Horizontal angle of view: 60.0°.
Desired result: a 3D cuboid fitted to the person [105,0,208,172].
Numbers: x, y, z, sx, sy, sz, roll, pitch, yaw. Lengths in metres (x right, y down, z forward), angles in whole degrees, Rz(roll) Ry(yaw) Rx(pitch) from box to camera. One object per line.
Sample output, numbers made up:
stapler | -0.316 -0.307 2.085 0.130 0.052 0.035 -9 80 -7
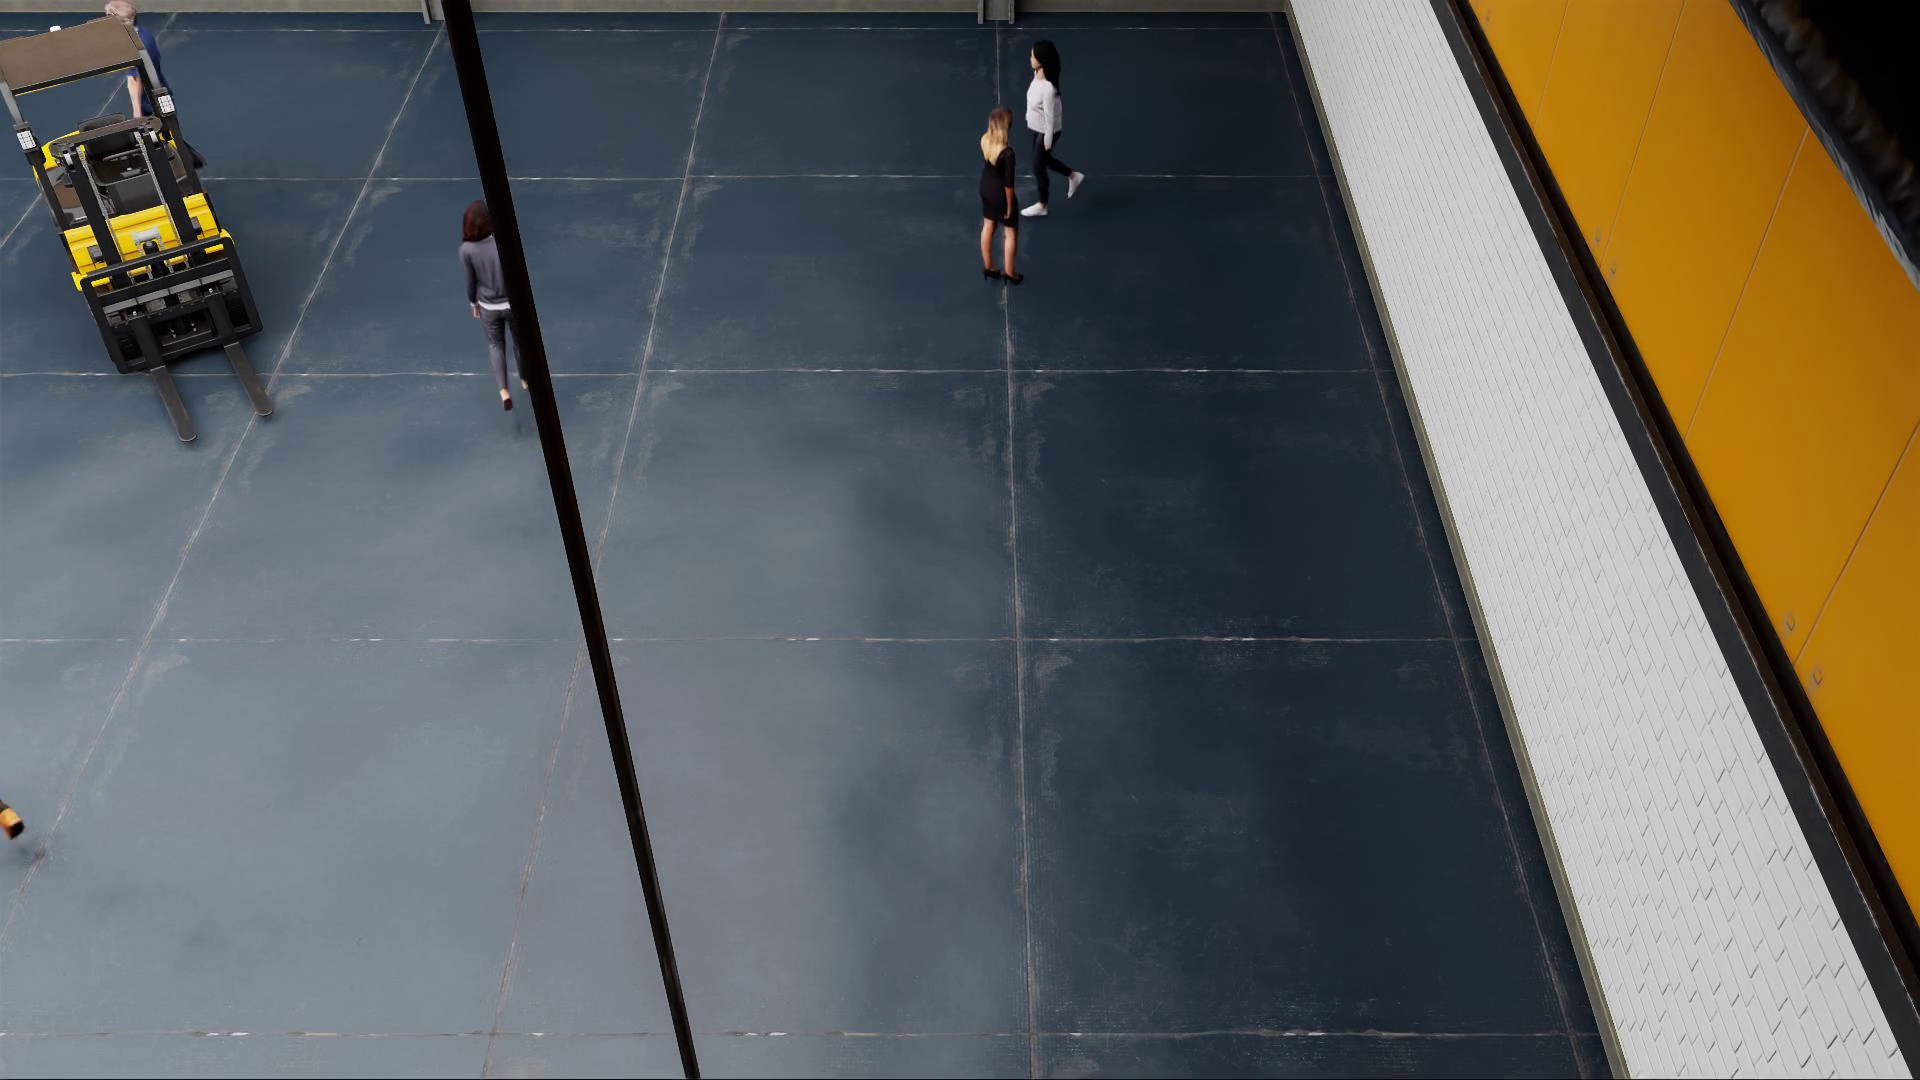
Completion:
person | -7.158 -3.967 14.973 0.718 1.853 0.722 -6 44 -6

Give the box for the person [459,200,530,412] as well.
person | -3.506 -1.760 12.730 0.909 1.751 0.760 -6 44 -6

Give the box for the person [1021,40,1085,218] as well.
person | 0.844 -3.645 14.758 0.897 1.684 0.728 -9 44 -9

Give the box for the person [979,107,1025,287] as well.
person | 0.267 -2.859 13.944 0.746 1.669 0.691 -30 51 -28
